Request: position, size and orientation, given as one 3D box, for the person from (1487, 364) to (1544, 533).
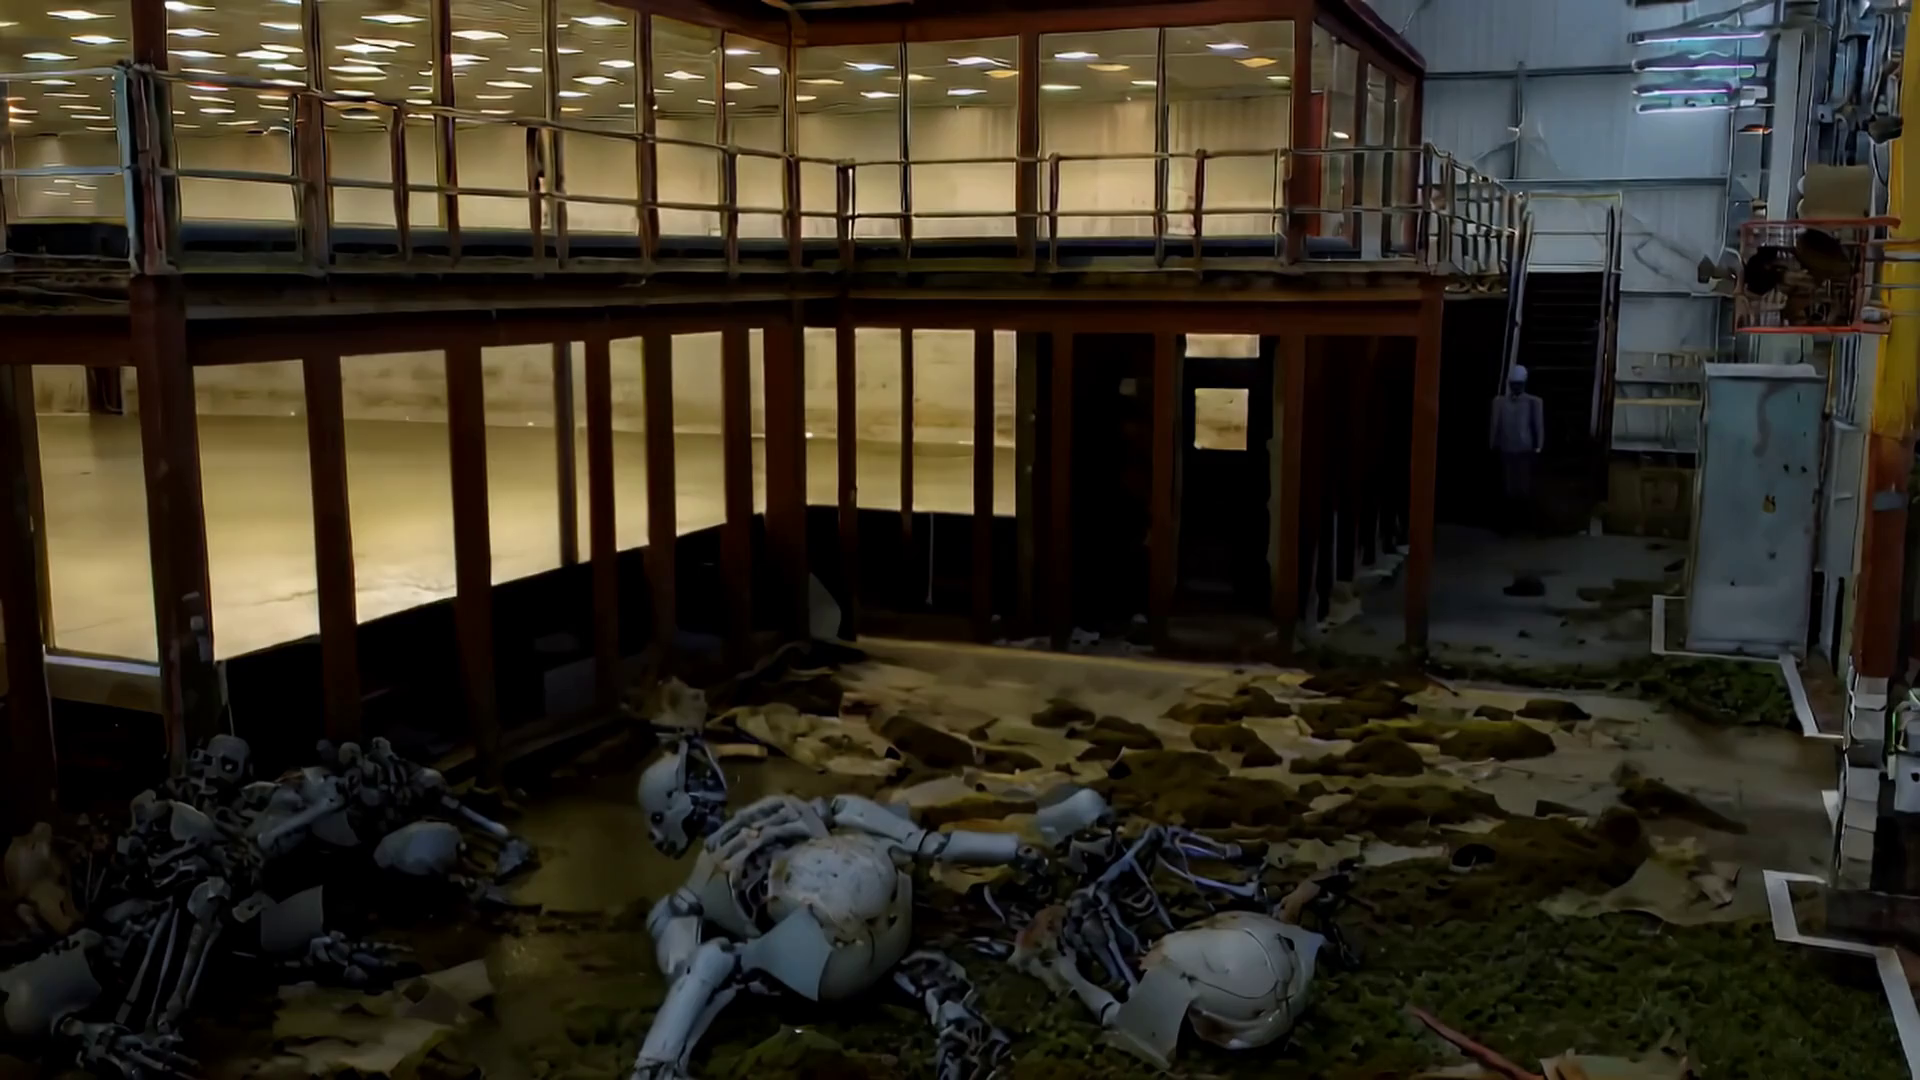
[{"bbox_3d":[6.520,-1.083,19.547,0.621,1.979,0.582,4,10,24],"label":"person"}]
